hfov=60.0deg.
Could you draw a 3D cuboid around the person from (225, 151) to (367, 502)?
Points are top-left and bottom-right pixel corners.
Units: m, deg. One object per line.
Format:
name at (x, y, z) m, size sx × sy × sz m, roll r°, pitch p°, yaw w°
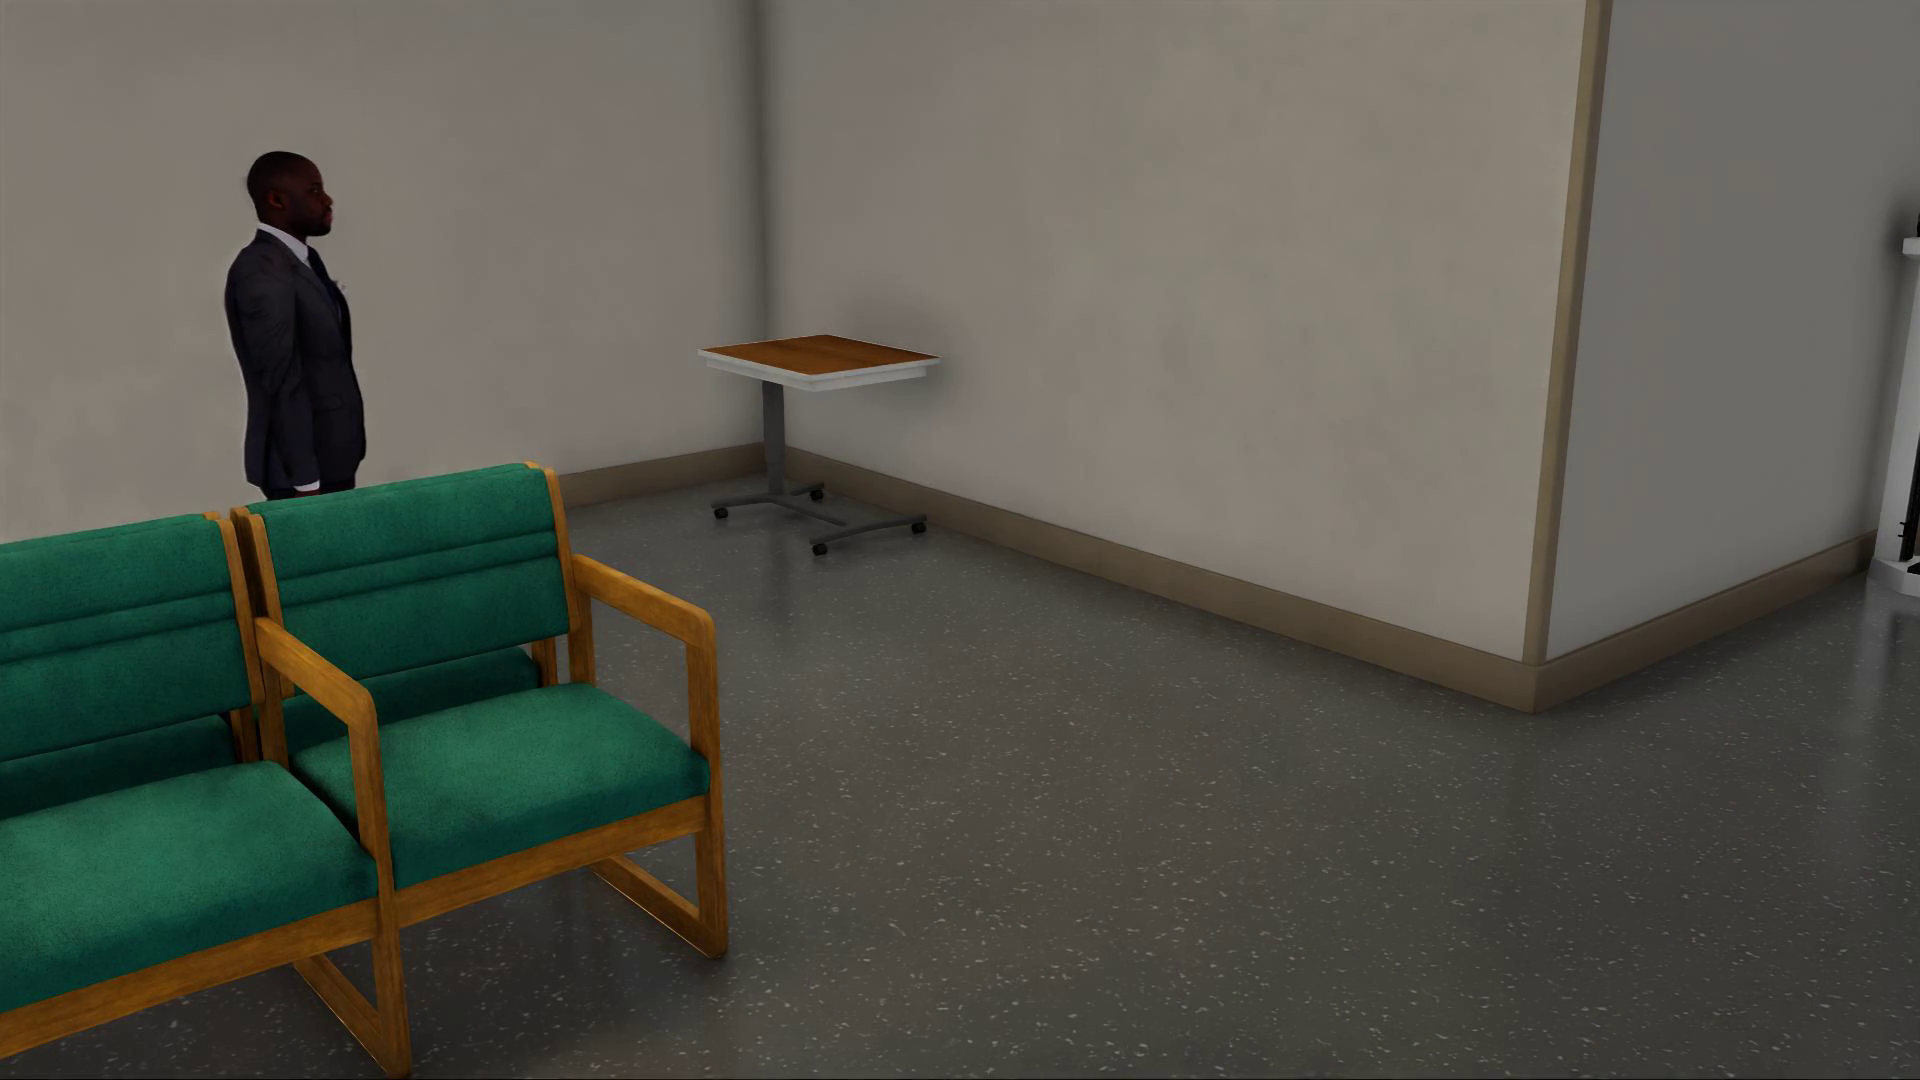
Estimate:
person at (-1.912, -0.215, 4.890) m, size 0.847 × 1.824 × 0.708 m, roll -4°, pitch 16°, yaw -13°
